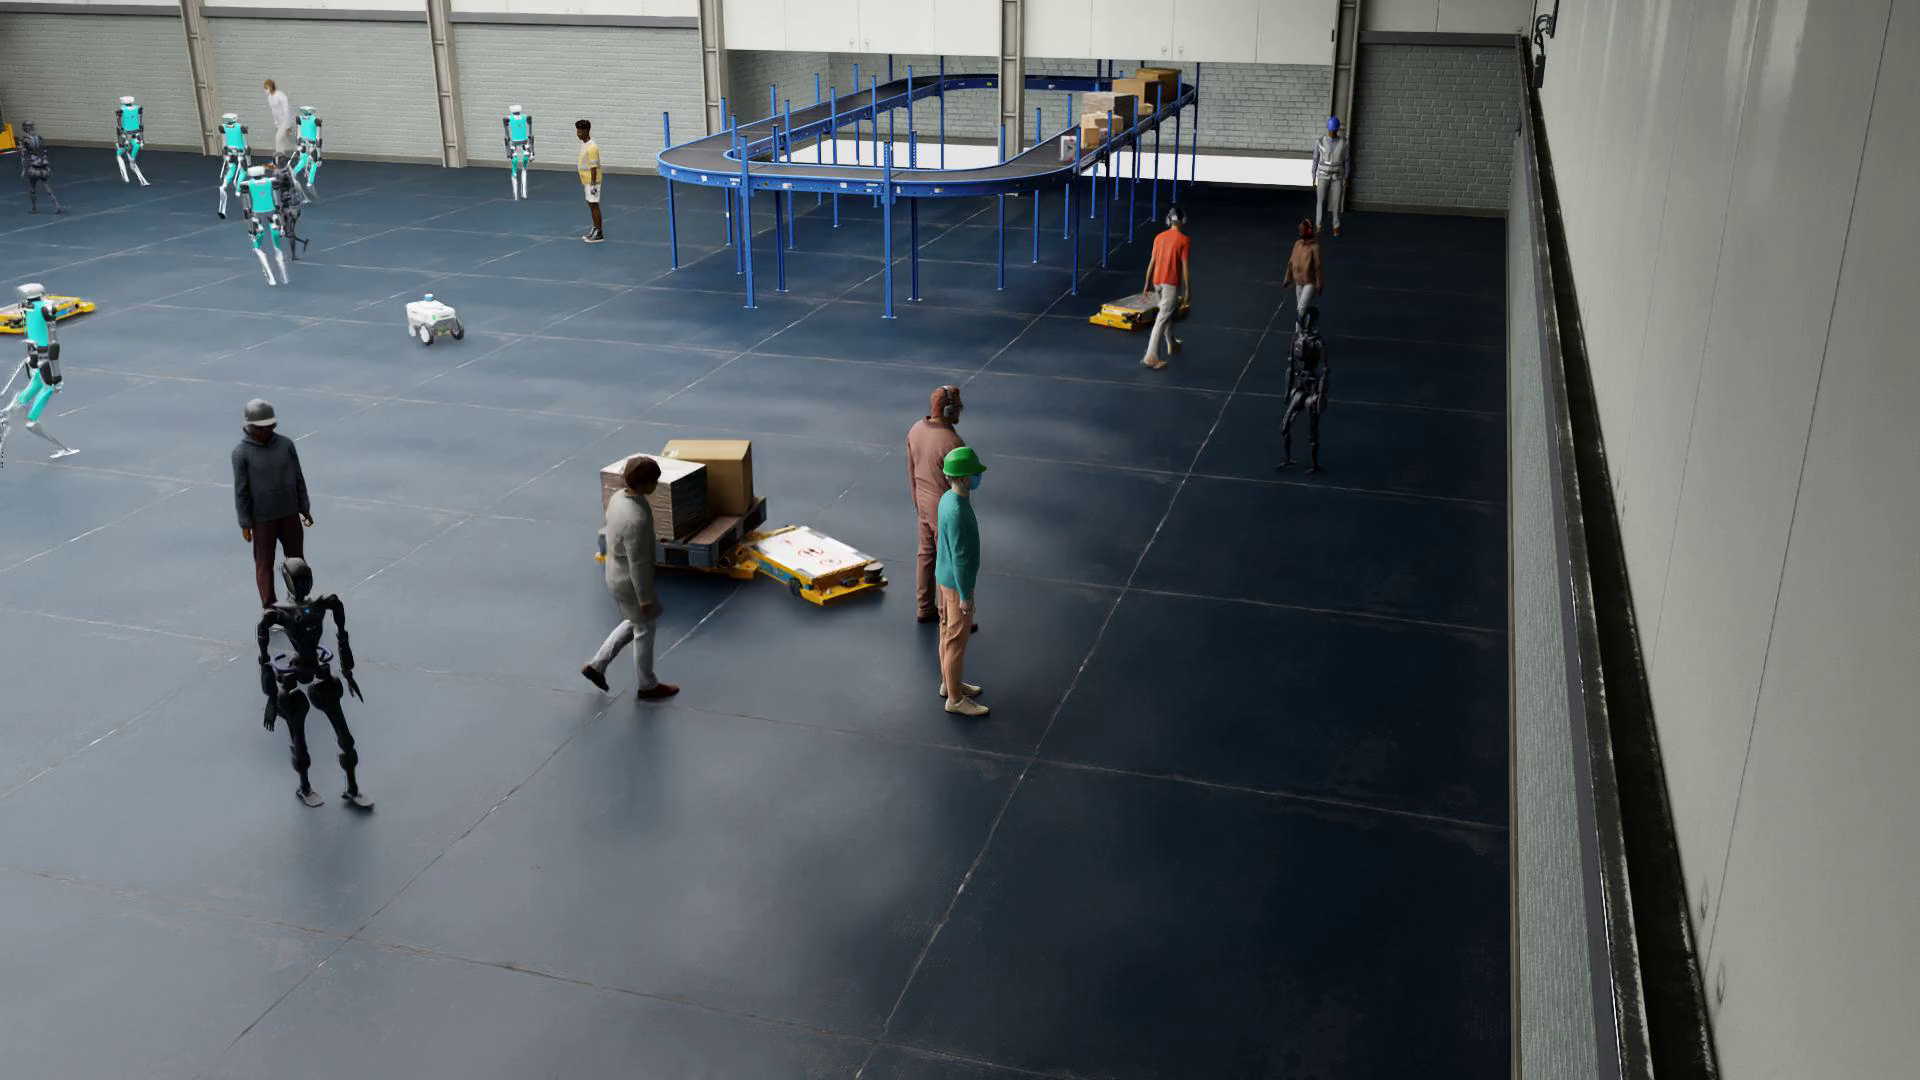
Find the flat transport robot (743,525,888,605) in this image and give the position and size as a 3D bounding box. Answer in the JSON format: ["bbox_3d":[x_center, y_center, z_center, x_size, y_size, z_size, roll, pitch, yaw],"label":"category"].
[{"bbox_3d":[-1.282,0.180,13.711,0.659,0.231,1.431,-17,27,-37],"label":"flat transport robot"}]

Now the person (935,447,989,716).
[{"bbox_3d":[0.006,0.269,11.248,0.350,1.875,0.511,-2,21,-6],"label":"person"}]

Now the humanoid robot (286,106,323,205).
[{"bbox_3d":[-11.855,-6.863,30.035,0.543,1.839,0.767,7,22,19],"label":"humanoid robot"}]

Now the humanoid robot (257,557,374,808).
[{"bbox_3d":[-3.891,0.874,9.962,0.599,1.639,0.594,19,28,40],"label":"humanoid robot"}]

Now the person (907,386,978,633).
[{"bbox_3d":[-0.113,-0.232,12.510,0.405,1.903,0.651,-14,25,-32],"label":"person"}]

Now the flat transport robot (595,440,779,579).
[{"bbox_3d":[-2.286,0.068,14.000,1.431,0.231,0.659,6,22,15],"label":"flat transport robot"}]

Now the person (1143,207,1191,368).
[{"bbox_3d":[2.494,-3.028,19.880,0.538,1.838,1.085,17,27,37],"label":"person"}]

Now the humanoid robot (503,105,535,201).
[{"bbox_3d":[-8.138,-7.075,30.627,0.543,1.868,0.770,-11,24,-26],"label":"humanoid robot"}]

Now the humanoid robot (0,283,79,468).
[{"bbox_3d":[-9.210,-1.555,16.230,0.549,1.798,0.917,16,26,35],"label":"humanoid robot"}]

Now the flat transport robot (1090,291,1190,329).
[{"bbox_3d":[2.402,-3.050,22.088,0.659,0.231,1.431,16,26,36],"label":"flat transport robot"}]

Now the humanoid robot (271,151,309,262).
[{"bbox_3d":[-10.267,-5.142,25.565,0.602,1.648,0.548,15,26,34],"label":"humanoid robot"}]

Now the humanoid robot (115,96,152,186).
[{"bbox_3d":[-16.067,-7.669,32.038,0.882,1.740,0.546,13,25,31],"label":"humanoid robot"}]

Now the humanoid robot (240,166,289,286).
[{"bbox_3d":[-9.943,-4.452,23.757,0.547,1.812,0.794,-13,25,-30],"label":"humanoid robot"}]

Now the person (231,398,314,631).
[{"bbox_3d":[-5.182,-0.206,12.579,0.552,1.805,0.380,-19,28,-40],"label":"person"}]

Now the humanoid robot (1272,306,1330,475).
[{"bbox_3d":[3.319,-1.422,15.922,0.449,1.644,0.609,-11,24,-26],"label":"humanoid robot"}]

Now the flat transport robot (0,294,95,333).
[{"bbox_3d":[-12.172,-2.979,21.903,0.659,0.231,1.431,4,21,10],"label":"flat transport robot"}]

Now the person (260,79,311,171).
[{"bbox_3d":[-13.886,-8.478,33.995,1.159,1.826,0.639,-18,28,-39],"label":"person"}]

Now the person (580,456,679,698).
[{"bbox_3d":[-2.271,0.294,11.287,0.566,1.807,0.549,-9,23,-22],"label":"person"}]

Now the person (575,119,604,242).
[{"bbox_3d":[-5.987,-5.820,26.930,0.375,1.958,0.602,-8,23,-21],"label":"person"}]

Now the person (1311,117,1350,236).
[{"bbox_3d":[6.095,-5.986,27.400,0.617,1.932,0.416,2,21,6],"label":"person"}]

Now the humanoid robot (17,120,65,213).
[{"bbox_3d":[-16.262,-6.568,29.321,0.744,1.622,0.589,7,22,18],"label":"humanoid robot"}]

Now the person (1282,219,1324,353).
[{"bbox_3d":[4.154,-3.099,20.321,0.744,1.624,0.477,-13,24,-29],"label":"person"}]

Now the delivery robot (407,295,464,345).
[{"bbox_3d":[-6.666,-2.792,21.032,0.783,0.601,0.499,20,29,41],"label":"delivery robot"}]

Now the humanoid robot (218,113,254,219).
[{"bbox_3d":[-12.735,-6.467,28.952,0.543,1.796,0.928,4,21,9],"label":"humanoid robot"}]
